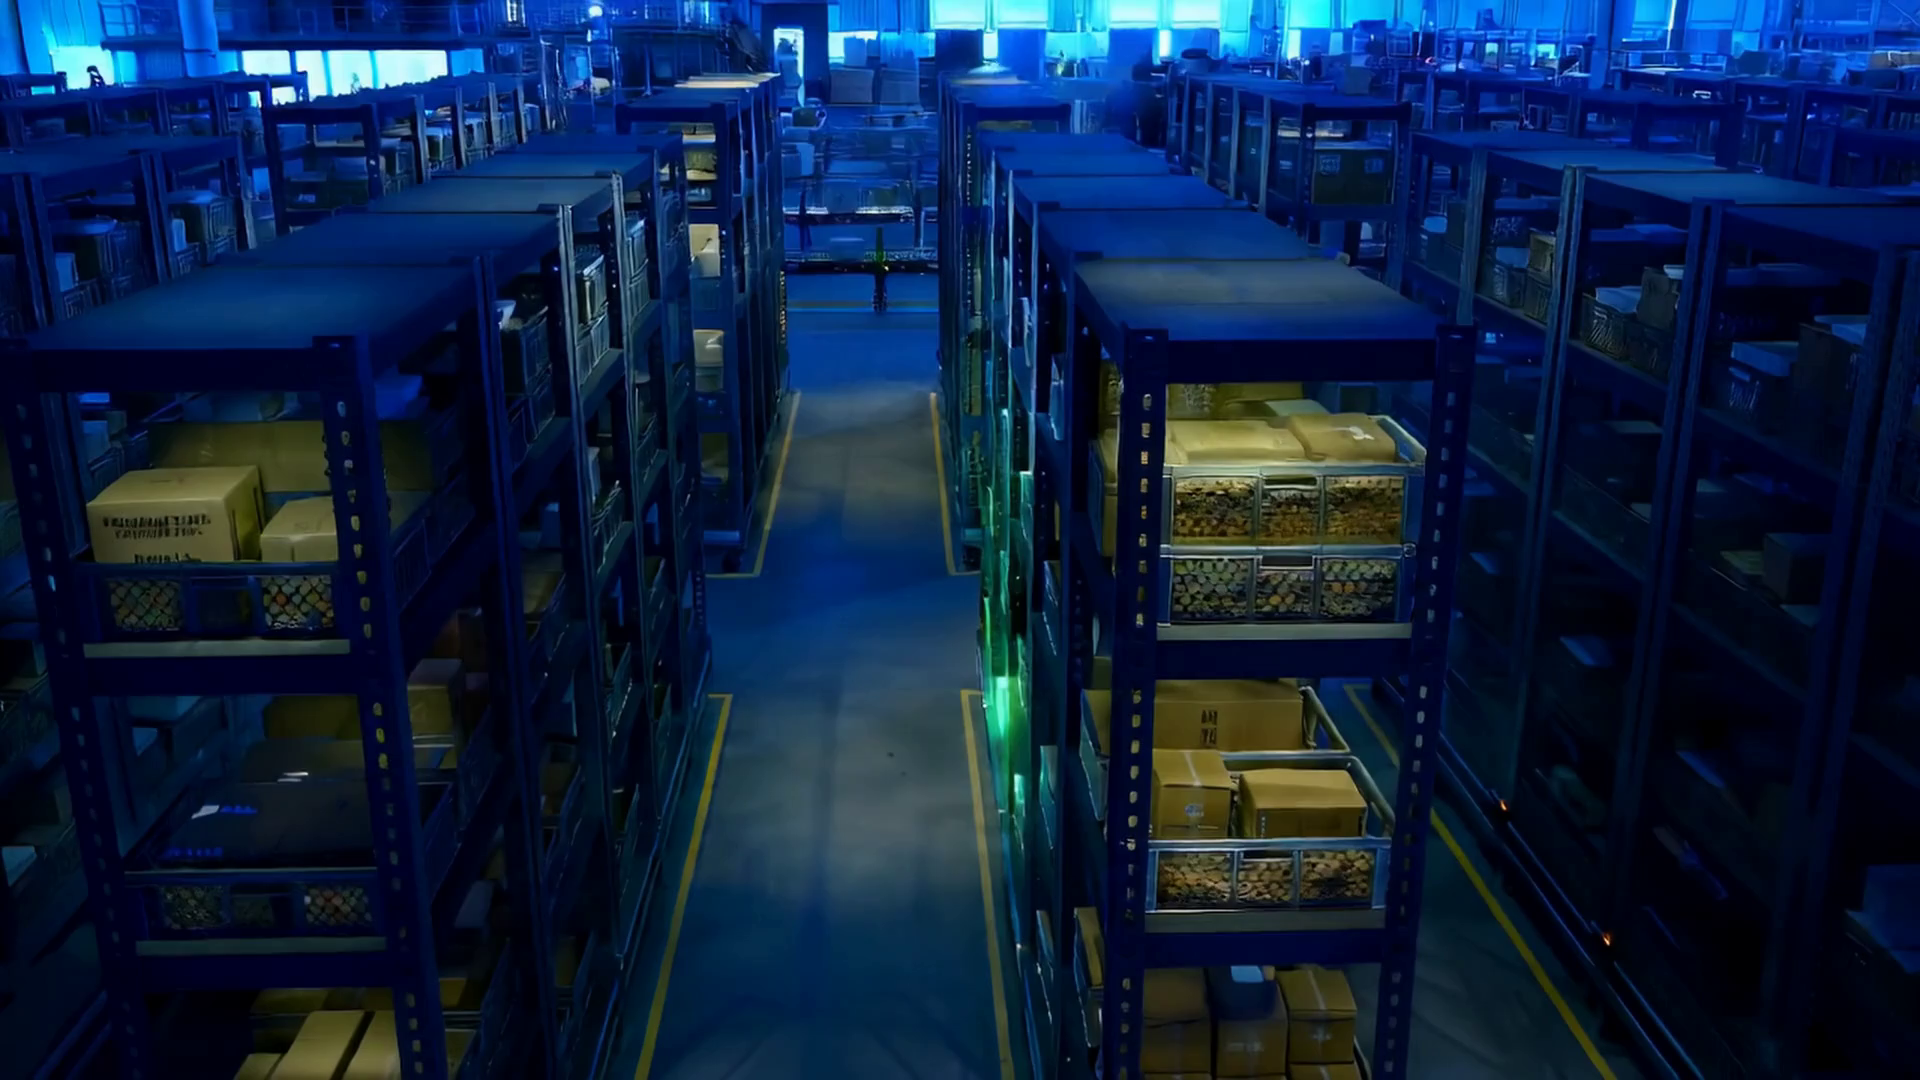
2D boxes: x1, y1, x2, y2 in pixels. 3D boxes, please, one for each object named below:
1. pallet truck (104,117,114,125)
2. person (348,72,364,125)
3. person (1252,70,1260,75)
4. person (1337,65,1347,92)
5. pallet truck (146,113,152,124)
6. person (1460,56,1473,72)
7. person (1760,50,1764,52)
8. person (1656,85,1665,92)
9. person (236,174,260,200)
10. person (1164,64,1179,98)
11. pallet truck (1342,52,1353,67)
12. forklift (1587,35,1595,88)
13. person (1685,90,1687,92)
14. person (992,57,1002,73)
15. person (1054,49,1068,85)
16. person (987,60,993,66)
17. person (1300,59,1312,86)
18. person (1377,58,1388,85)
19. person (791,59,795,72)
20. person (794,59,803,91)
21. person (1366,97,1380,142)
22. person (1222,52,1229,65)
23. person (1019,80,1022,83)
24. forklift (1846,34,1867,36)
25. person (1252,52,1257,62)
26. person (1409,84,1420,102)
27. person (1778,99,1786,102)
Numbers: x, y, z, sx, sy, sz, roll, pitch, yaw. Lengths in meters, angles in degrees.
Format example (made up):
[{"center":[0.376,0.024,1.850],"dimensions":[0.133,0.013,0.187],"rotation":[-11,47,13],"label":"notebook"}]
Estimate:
[{"center":[-18.367,-7.885,35.078],"dimensions":[1.885,1.965,0.823],"rotation":[1,18,2],"label":"pallet truck"},{"center":[-21.909,-16.038,60.484],"dimensions":[0.572,1.886,0.354],"rotation":[-1,18,-3],"label":"person"},{"center":[10.561,-15.771,59.483],"dimensions":[0.379,1.996,0.608],"rotation":[-11,21,-32],"label":"person"},{"center":[15.043,-17.717,65.597],"dimensions":[0.361,1.939,0.543],"rotation":[5,19,16],"label":"person"},{"center":[-18.087,-8.309,36.390],"dimensions":[1.885,1.965,0.823],"rotation":[-1,18,-4],"label":"pallet truck"},{"center":[23.927,-21.897,78.593],"dimensions":[0.588,1.904,0.826],"rotation":[0,18,-1],"label":"person"},{"center":[41.792,-24.606,86.918],"dimensions":[0.551,1.935,0.371],"rotation":[-9,20,-27],"label":"person"},{"center":[29.609,-19.097,69.986],"dimensions":[0.639,1.874,0.878],"rotation":[5,19,15],"label":"person"},{"center":[-11.098,-4.793,25.722],"dimensions":[0.676,1.864,0.939],"rotation":[-16,24,-41],"label":"person"},{"center":[8.359,-17.720,65.443],"dimensions":[0.784,2.000,0.535],"rotation":[1,18,4],"label":"person"},{"center":[18.794,-23.123,82.231],"dimensions":[0.823,1.965,1.885],"rotation":[-13,22,-35],"label":"pallet truck"},{"center":[30.521,-22.610,79.232],"dimensions":[1.129,2.768,1.873],"rotation":[0,18,1],"label":"forklift"},{"center":[25.271,-15.332,58.172],"dimensions":[0.618,1.962,0.361],"rotation":[1,18,2],"label":"person"},{"center":[1.606,-21.332,76.875],"dimensions":[0.640,1.877,1.083],"rotation":[16,24,41],"label":"person"},{"center":[5.461,-25.574,89.965],"dimensions":[0.925,1.919,0.614],"rotation":[11,21,30],"label":"person"},{"center":[1.229,-19.901,72.426],"dimensions":[0.930,1.904,0.546],"rotation":[-10,20,-27],"label":"person"},{"center":[15.654,-20.780,75.212],"dimensions":[0.503,1.861,0.328],"rotation":[6,19,19],"label":"person"},{"center":[20.777,-22.808,81.747],"dimensions":[0.555,1.692,0.320],"rotation":[0,18,-1],"label":"person"},{"center":[-9.212,-26.533,92.914],"dimensions":[0.419,1.911,0.620],"rotation":[-3,18,-9],"label":"person"},{"center":[-8.204,-23.798,84.572],"dimensions":[0.429,1.844,0.627],"rotation":[1,18,2],"label":"person"},{"center":[11.567,-11.632,47.090],"dimensions":[0.530,1.741,0.746],"rotation":[0,18,1],"label":"person"},{"center":[13.856,-24.581,87.017],"dimensions":[0.546,1.823,0.637],"rotation":[9,20,26],"label":"person"},{"center":[1.877,-13.181,51.417],"dimensions":[0.612,2.035,0.426],"rotation":[14,23,37],"label":"person"},{"center":[44.079,-23.555,82.154],"dimensions":[1.129,2.768,1.873],"rotation":[-1,18,-3],"label":"forklift"},{"center":[15.958,-25.631,90.393],"dimensions":[0.282,1.746,0.493],"rotation":[6,19,18],"label":"person"},{"center":[15.515,-14.770,56.766],"dimensions":[0.545,1.745,0.556],"rotation":[7,19,20],"label":"person"},{"center":[32.602,-17.761,65.846],"dimensions":[0.310,1.868,0.533],"rotation":[-10,20,-28],"label":"person"}]
